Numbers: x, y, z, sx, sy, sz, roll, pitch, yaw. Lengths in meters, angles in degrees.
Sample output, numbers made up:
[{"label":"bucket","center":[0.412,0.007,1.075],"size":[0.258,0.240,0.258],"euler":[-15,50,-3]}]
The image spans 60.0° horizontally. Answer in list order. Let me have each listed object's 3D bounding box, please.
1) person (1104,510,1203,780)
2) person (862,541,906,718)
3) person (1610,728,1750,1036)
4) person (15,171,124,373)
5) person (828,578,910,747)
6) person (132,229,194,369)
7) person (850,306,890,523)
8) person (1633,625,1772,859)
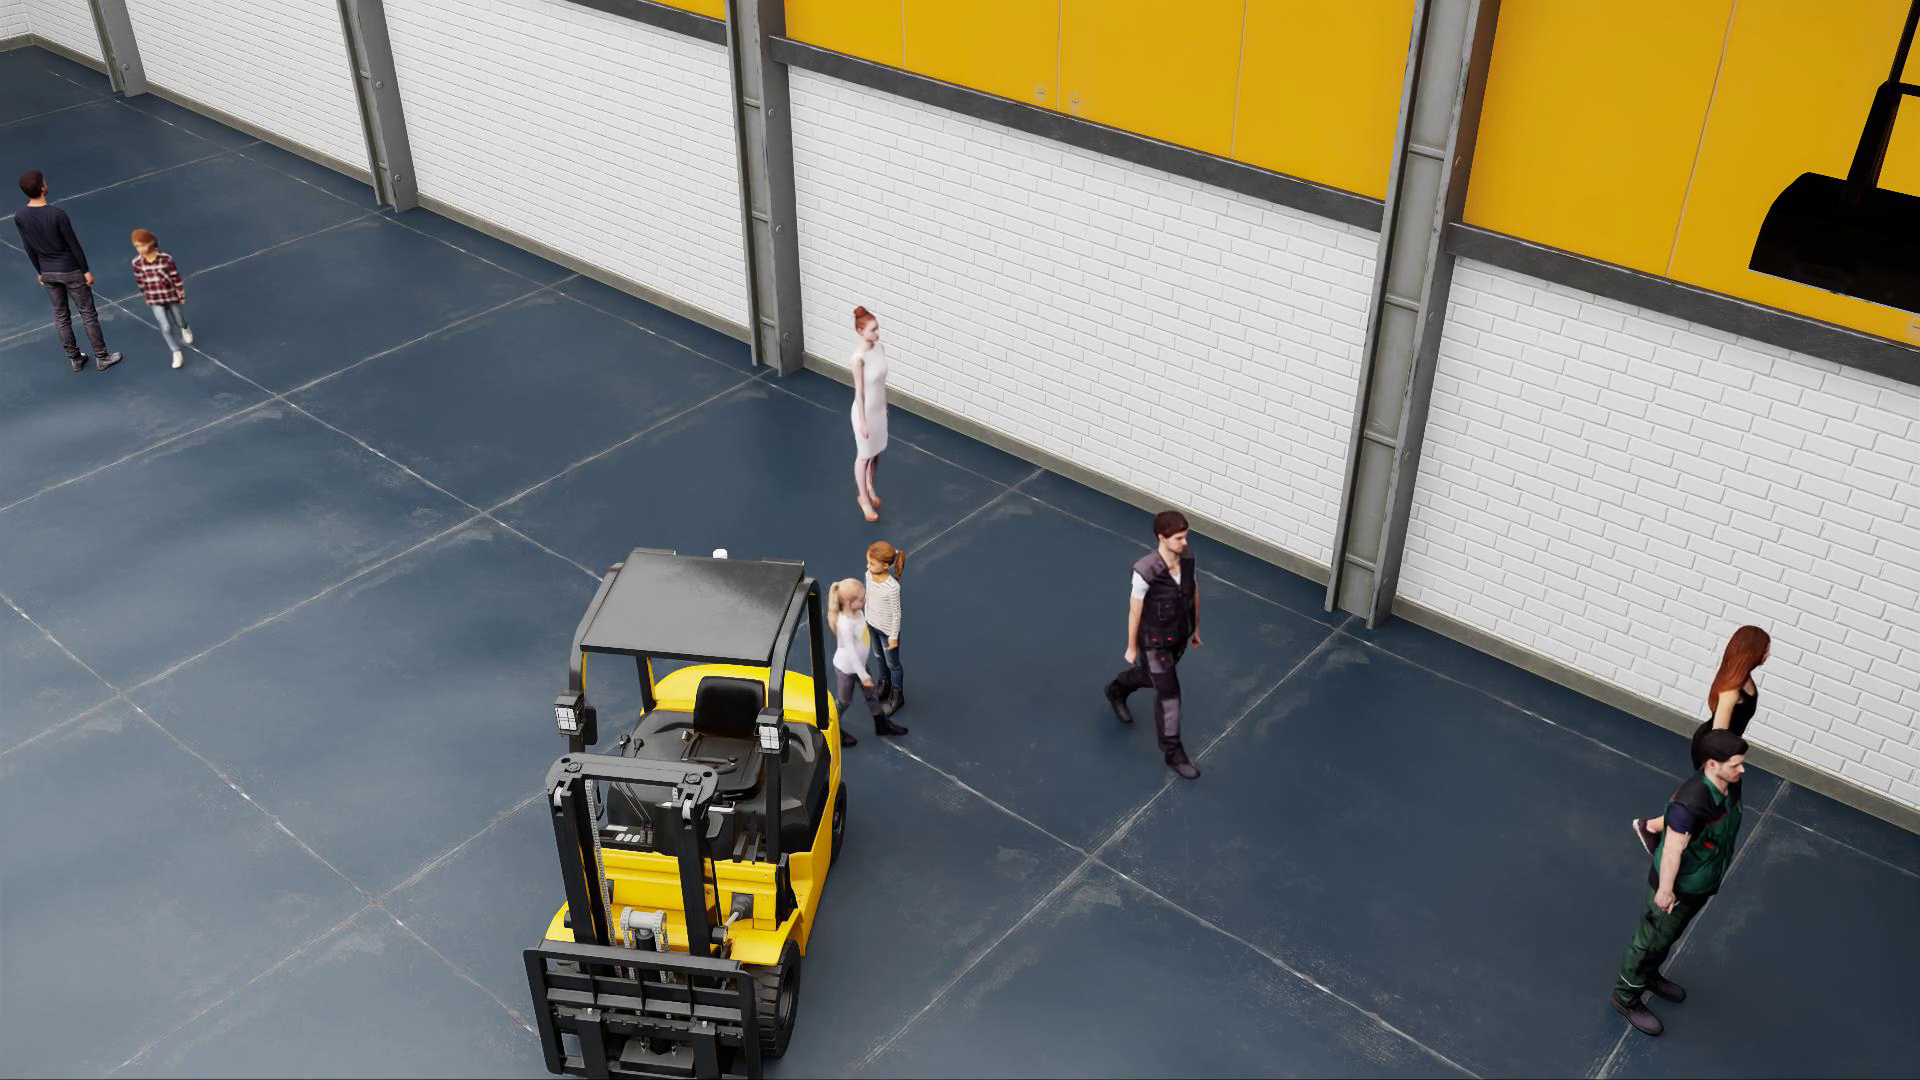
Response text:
[{"label":"person","center":[1.203,0.570,10.452],"size":[0.794,1.813,1.205],"euler":[-26,42,-33]},{"label":"person","center":[-0.491,0.569,10.902],"size":[0.568,1.315,0.453],"euler":[-25,41,-32]},{"label":"person","center":[3.751,1.730,8.628],"size":[0.559,1.900,0.683],"euler":[27,42,34]},{"label":"person","center":[-8.019,-2.389,14.851],"size":[0.696,1.871,0.769],"euler":[-1,34,-1]},{"label":"person","center":[-0.746,0.797,10.612],"size":[0.842,1.258,0.699],"euler":[6,34,9]},{"label":"person","center":[-7.262,-2.249,15.168],"size":[0.759,1.287,0.894],"euler":[-12,35,-17]},{"label":"person","center":[-0.722,-0.971,12.788],"size":[0.567,1.793,0.613],"euler":[17,37,24]},{"label":"person","center":[4.271,1.201,9.588],"size":[0.776,1.720,0.658],"euler":[18,38,25]}]
